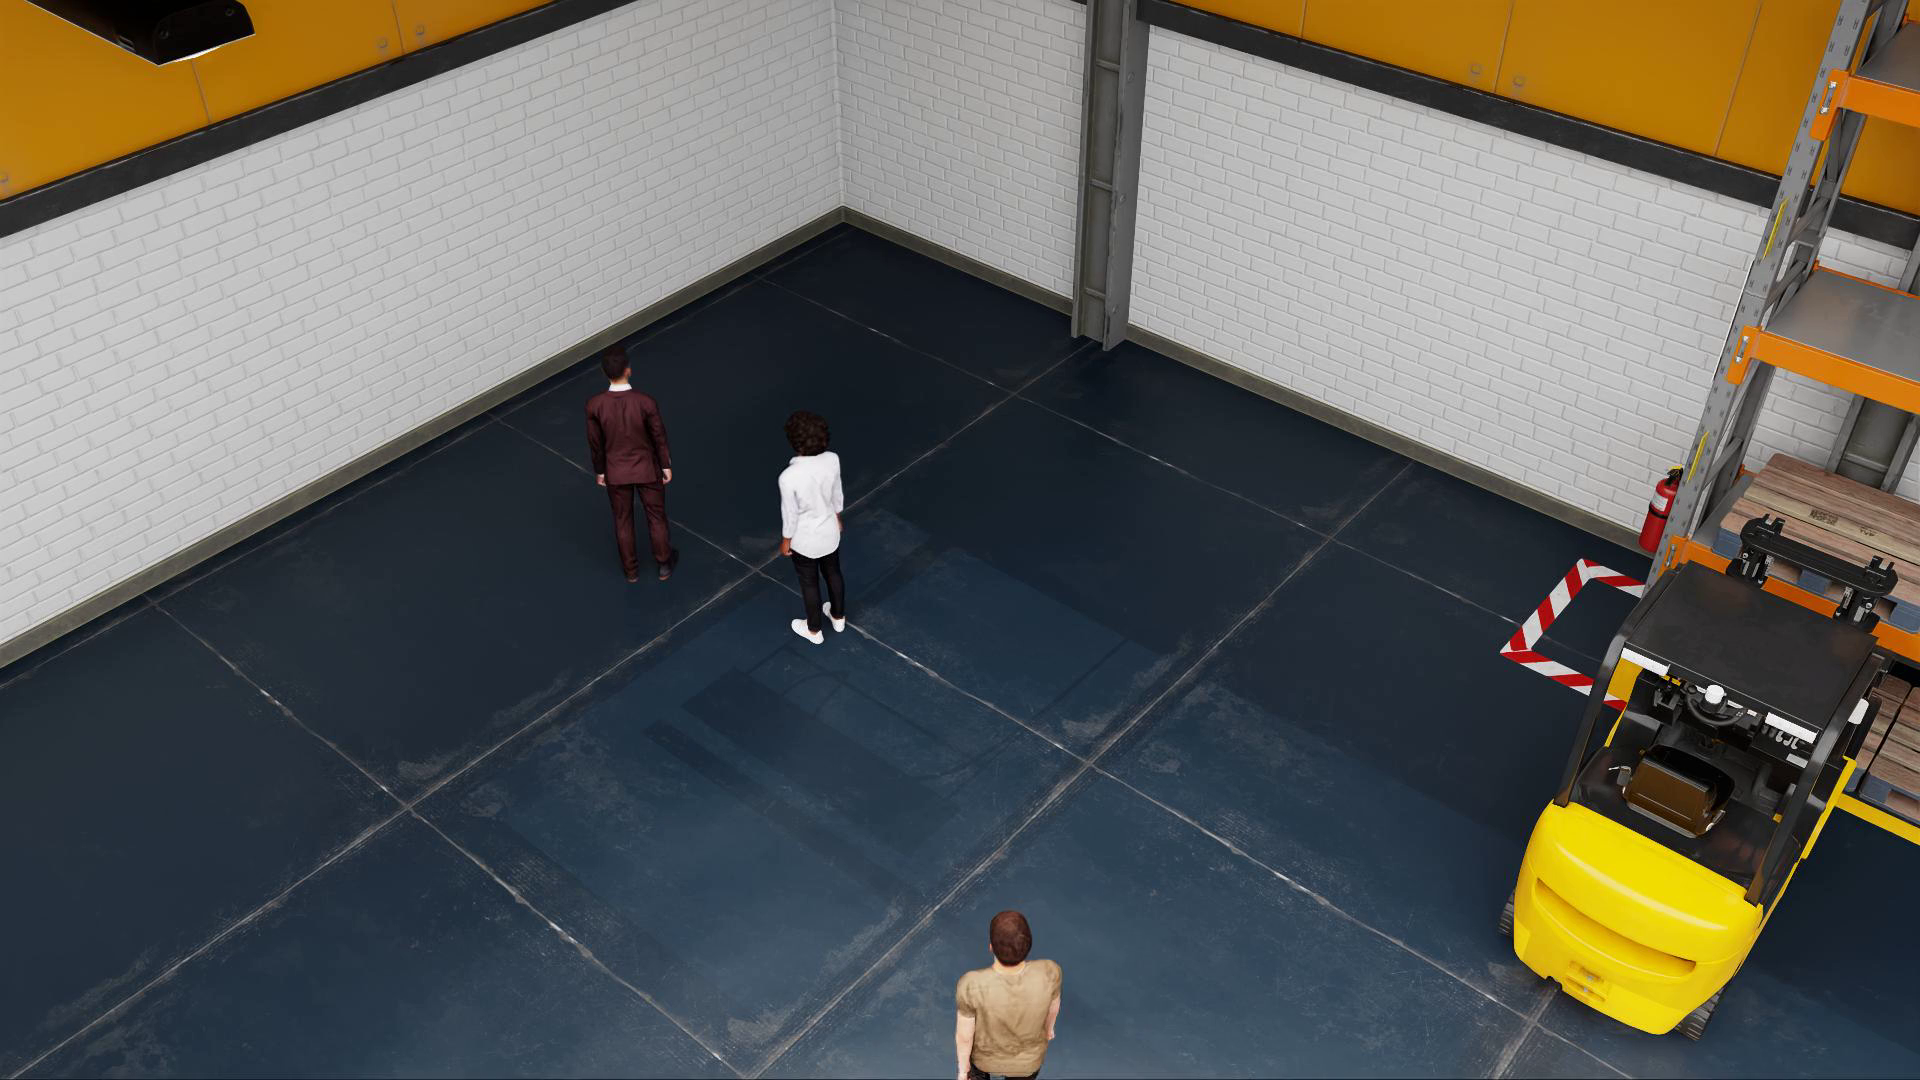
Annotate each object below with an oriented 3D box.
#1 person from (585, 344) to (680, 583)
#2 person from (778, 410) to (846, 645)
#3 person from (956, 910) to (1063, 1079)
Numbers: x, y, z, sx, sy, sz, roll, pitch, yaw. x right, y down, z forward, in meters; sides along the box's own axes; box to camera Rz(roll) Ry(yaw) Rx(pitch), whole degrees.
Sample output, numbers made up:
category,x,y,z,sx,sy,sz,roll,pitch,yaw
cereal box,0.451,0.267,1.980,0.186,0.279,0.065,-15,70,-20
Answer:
category,x,y,z,sx,sy,sz,roll,pitch,yaw
person,-2.258,-0.500,11.456,0.764,1.863,0.822,-4,39,-4
person,-0.959,-0.078,10.971,0.677,1.809,0.640,-25,45,-28
person,0.234,2.455,7.775,0.789,1.839,0.843,-5,39,-7
